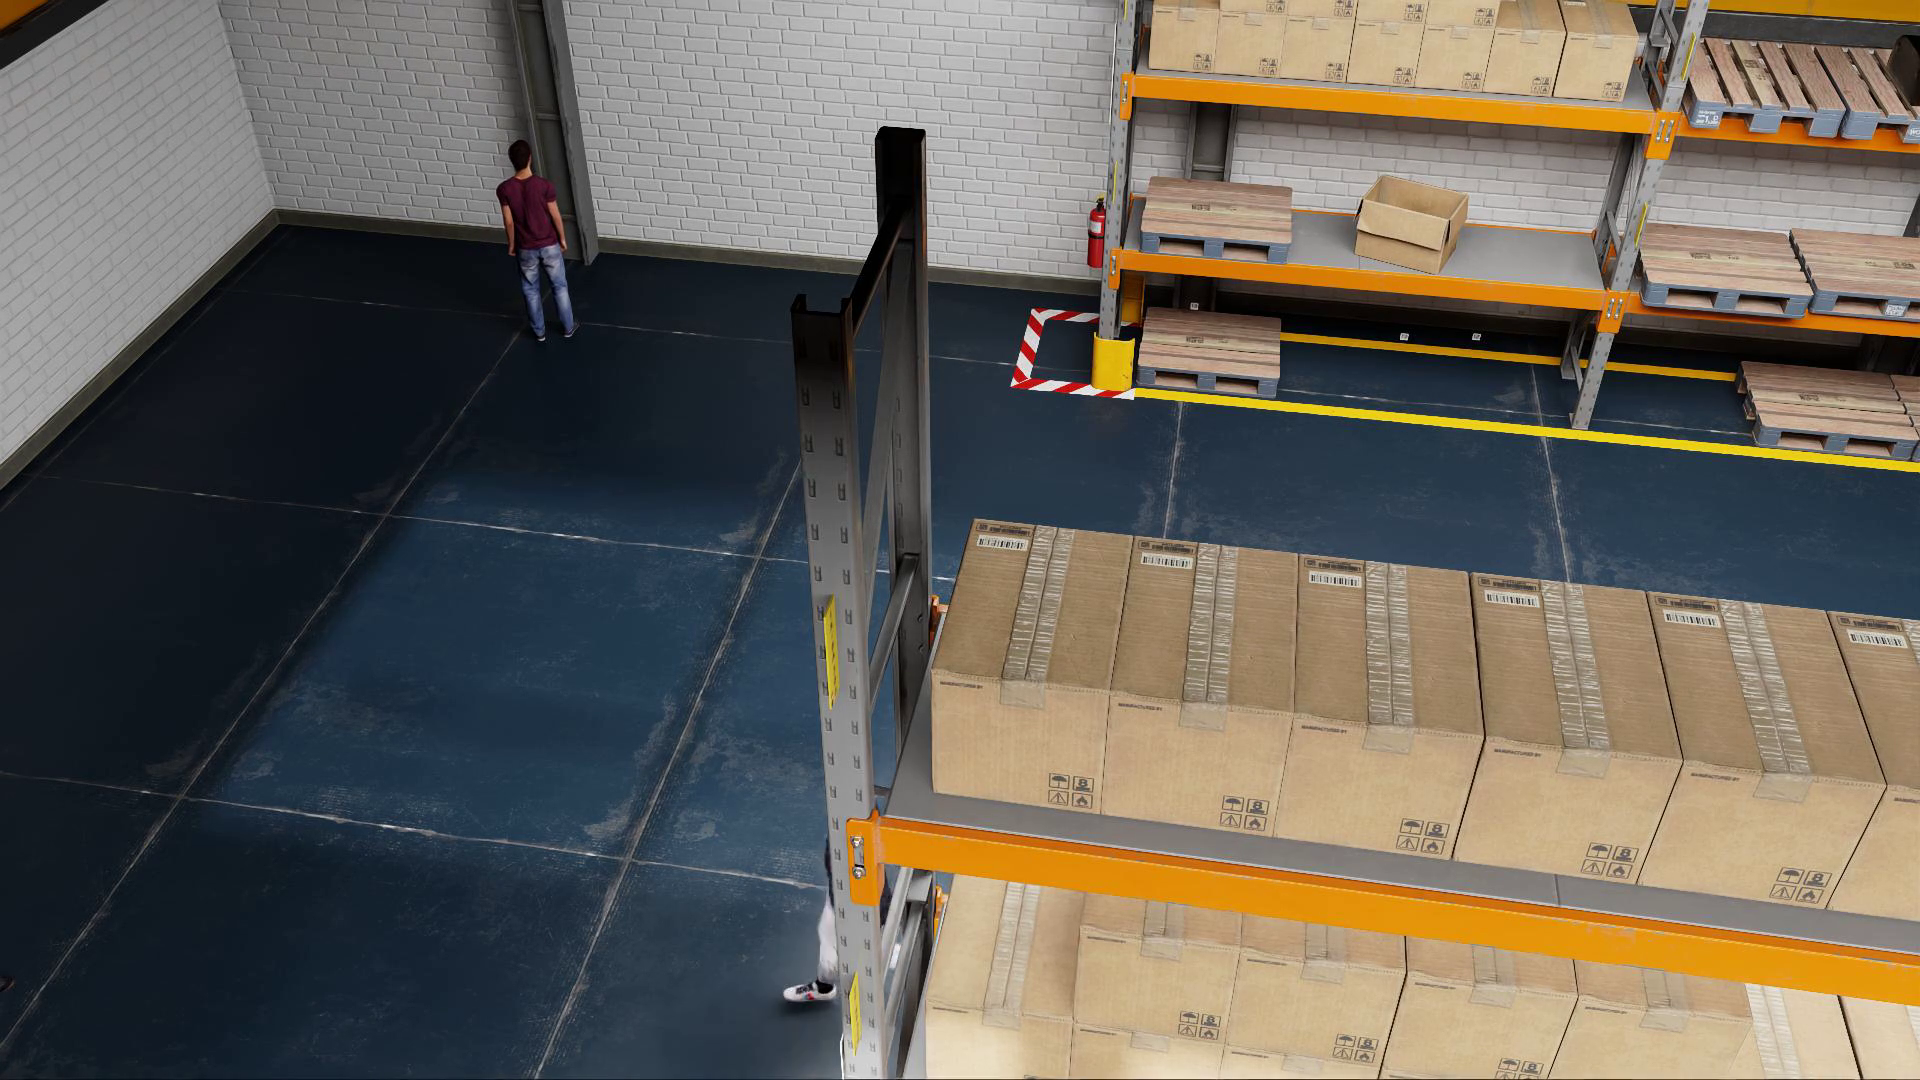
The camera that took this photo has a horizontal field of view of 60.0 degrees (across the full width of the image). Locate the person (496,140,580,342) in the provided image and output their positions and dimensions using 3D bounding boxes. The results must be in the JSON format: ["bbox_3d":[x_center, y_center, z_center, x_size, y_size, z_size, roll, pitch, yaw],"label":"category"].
[{"bbox_3d":[-3.690,-2.596,14.497,0.620,1.847,0.786,-6,39,-8],"label":"person"}]

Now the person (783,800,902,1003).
[{"bbox_3d":[-0.427,1.887,8.835,1.324,1.909,0.922,-3,39,-4],"label":"person"}]
